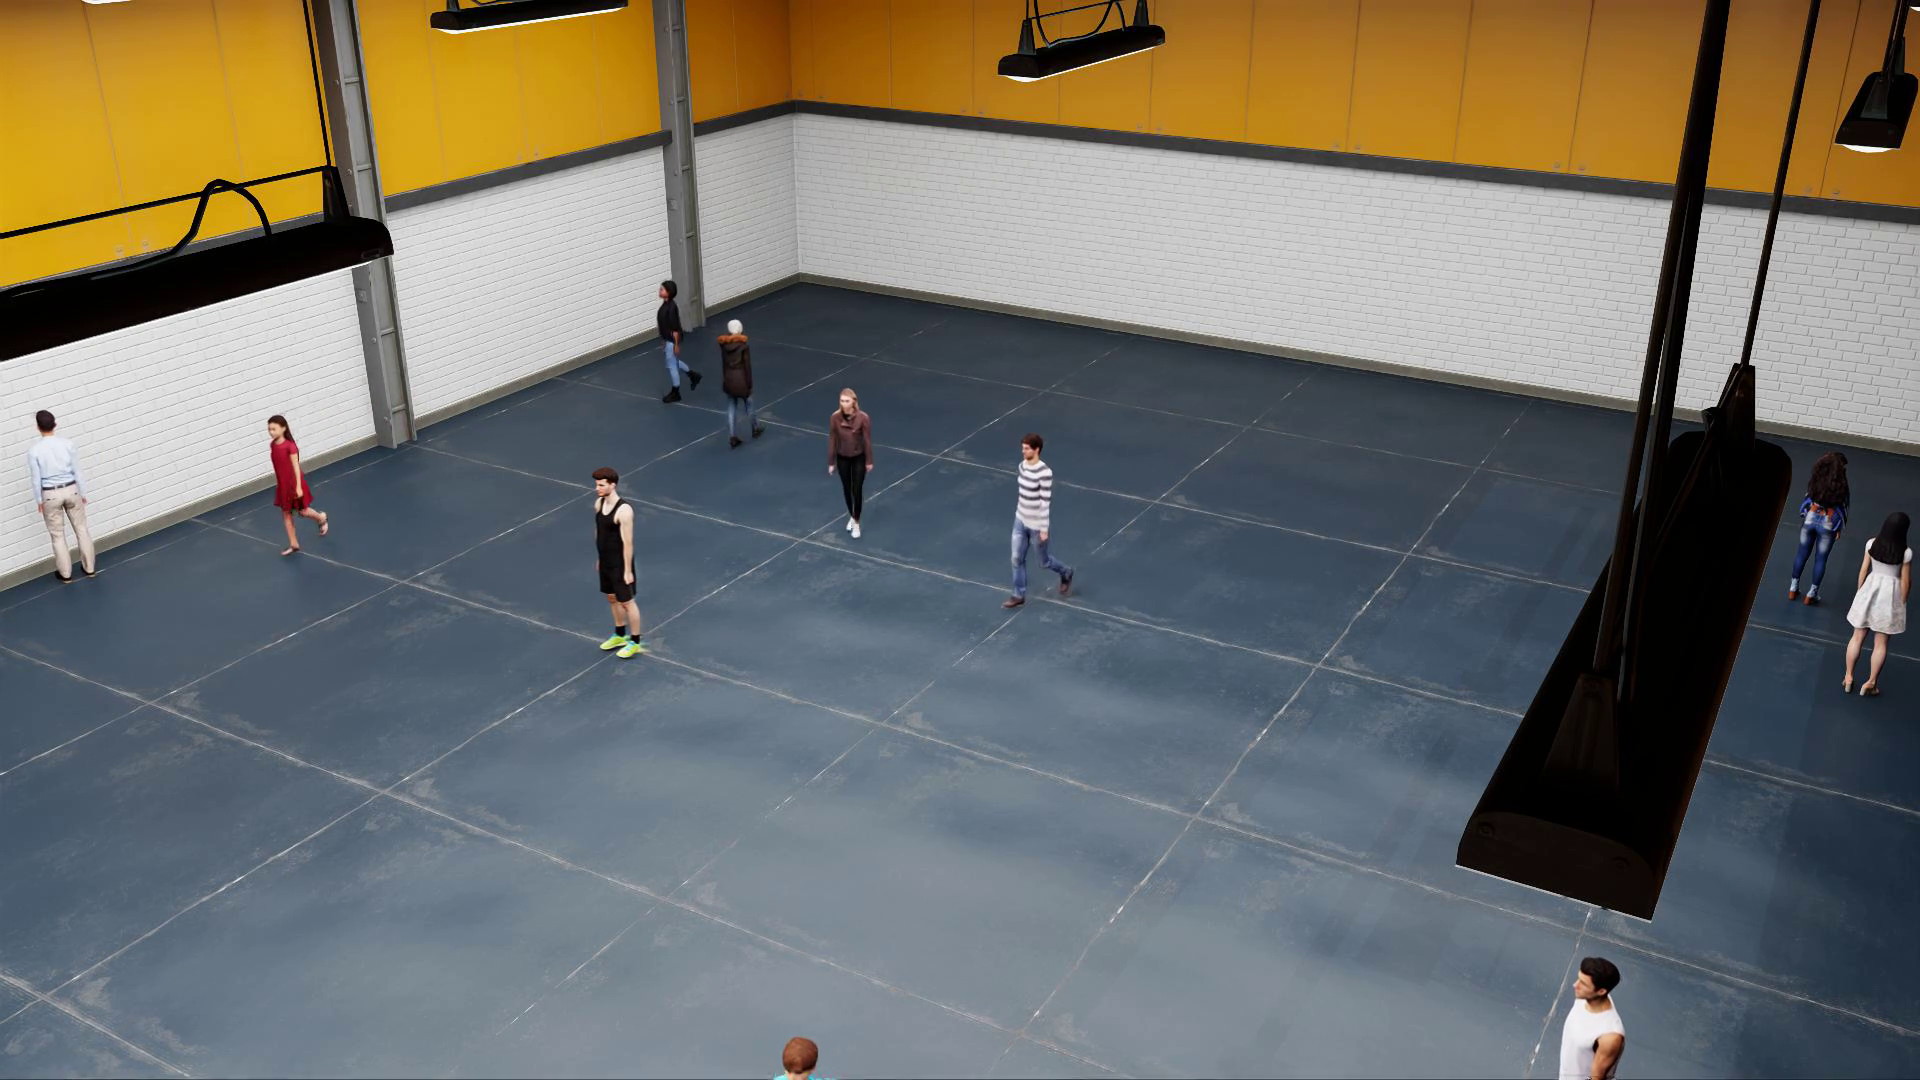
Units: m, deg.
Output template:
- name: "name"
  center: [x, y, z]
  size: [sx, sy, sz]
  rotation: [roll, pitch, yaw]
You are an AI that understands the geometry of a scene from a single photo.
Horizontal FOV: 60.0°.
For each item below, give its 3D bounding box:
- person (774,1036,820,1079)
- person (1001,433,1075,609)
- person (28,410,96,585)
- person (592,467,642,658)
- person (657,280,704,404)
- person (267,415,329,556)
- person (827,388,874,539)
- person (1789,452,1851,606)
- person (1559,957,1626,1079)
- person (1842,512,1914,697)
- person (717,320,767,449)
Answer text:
- name: "person"
  center: [-0.834, 3.293, 9.159]
  size: [0.688, 1.434, 0.868]
  rotation: [5, 24, 11]
- name: "person"
  center: [0.807, -0.192, 16.642]
  size: [1.177, 1.826, 0.929]
  rotation: [-16, 28, -33]
- name: "person"
  center: [-9.306, -0.451, 17.206]
  size: [0.647, 1.849, 0.773]
  rotation: [-20, 31, -38]
- name: "person"
  center: [-3.246, 0.188, 15.694]
  size: [0.716, 1.889, 0.664]
  rotation: [22, 32, 40]
- name: "person"
  center: [-3.821, -2.695, 22.554]
  size: [0.924, 1.676, 0.839]
  rotation: [-9, 25, -19]
- name: "person"
  center: [-7.202, -0.635, 18.015]
  size: [0.654, 1.538, 0.942]
  rotation: [8, 25, 18]
- name: "person"
  center: [-1.184, -0.904, 18.445]
  size: [0.767, 1.685, 0.850]
  rotation: [4, 24, 9]
- name: "person"
  center: [8.671, -0.138, 16.773]
  size: [0.644, 1.622, 0.670]
  rotation: [-21, 31, -39]
- name: "person"
  center: [3.495, 3.064, 9.249]
  size: [0.770, 1.780, 0.647]
  rotation: [3, 24, 6]
- name: "person"
  center: [8.270, 0.571, 14.961]
  size: [0.724, 1.775, 0.719]
  rotation: [-21, 31, -40]
- name: "person"
  center: [-2.832, -1.944, 20.917]
  size: [0.717, 1.611, 0.939]
  rotation: [10, 25, 21]
